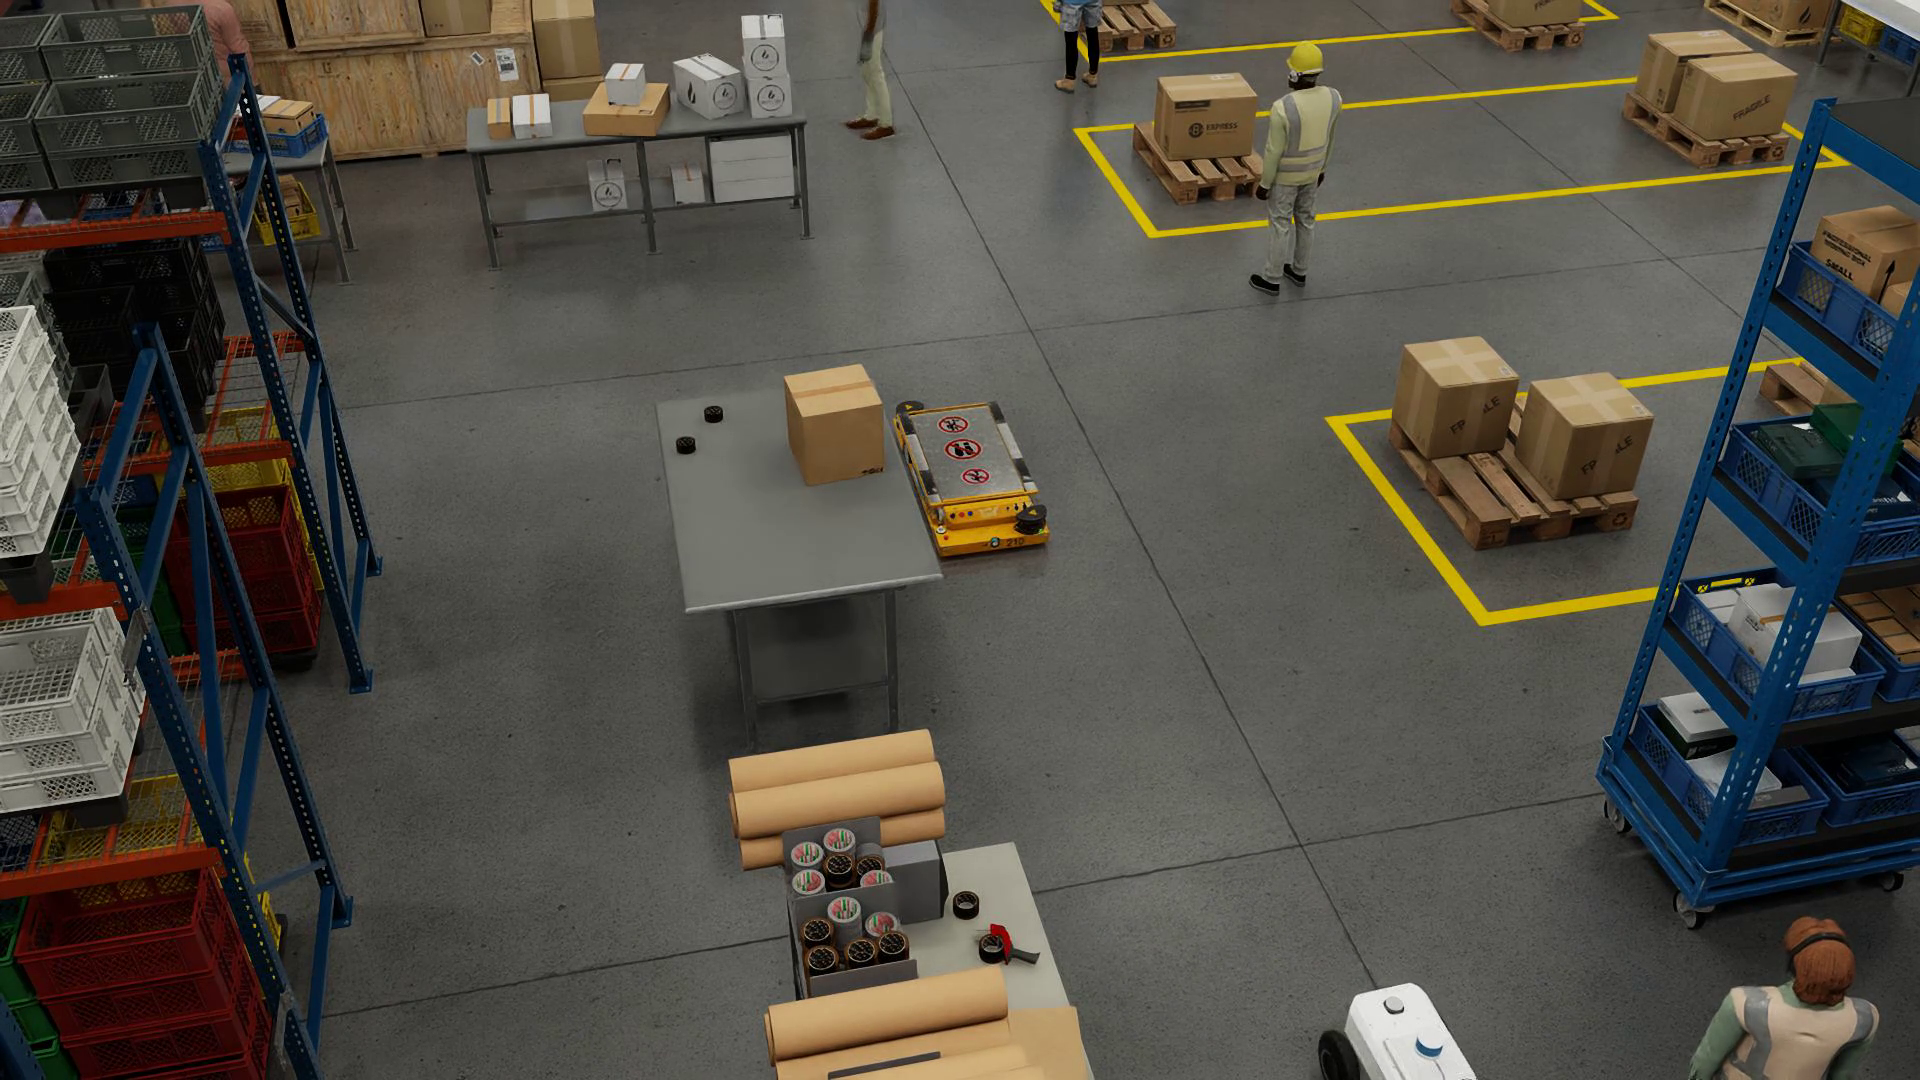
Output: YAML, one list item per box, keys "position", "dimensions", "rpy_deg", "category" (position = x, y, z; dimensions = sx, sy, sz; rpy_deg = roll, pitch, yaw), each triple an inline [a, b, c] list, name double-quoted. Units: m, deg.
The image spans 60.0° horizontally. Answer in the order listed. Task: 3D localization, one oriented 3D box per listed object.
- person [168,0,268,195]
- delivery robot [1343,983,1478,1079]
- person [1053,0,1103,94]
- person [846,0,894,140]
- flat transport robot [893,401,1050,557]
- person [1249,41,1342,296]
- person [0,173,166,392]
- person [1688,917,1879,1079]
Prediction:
- position: [-5.765, -3.652, 13.085]
  dimensions: [0.638, 1.903, 0.408]
  rpy_deg: [14, 39, 18]
  category: "person"
- position: [1.782, 2.074, 6.432]
  dimensions: [0.477, 0.478, 0.707]
  rpy_deg: [-9, 38, -12]
  category: "delivery robot"
- position: [1.074, -4.859, 14.872]
  dimensions: [0.530, 1.697, 0.321]
  rpy_deg: [-18, 40, -22]
  category: "person"
- position: [-0.780, -4.298, 13.988]
  dimensions: [0.387, 1.870, 0.516]
  rpy_deg: [-3, 37, -5]
  category: "person"
- position: [0.046, -0.430, 10.108]
  dimensions: [0.652, 0.197, 1.431]
  rpy_deg: [-8, 37, -10]
  category: "flat transport robot"
- position: [2.349, -2.612, 11.741]
  dimensions: [0.587, 1.834, 0.403]
  rpy_deg: [-19, 41, -24]
  category: "person"
- position: [-5.522, -1.616, 10.362]
  dimensions: [0.628, 1.888, 1.009]
  rpy_deg: [18, 40, 23]
  category: "person"
- position: [2.786, 1.943, 5.789]
  dimensions: [0.513, 1.629, 0.317]
  rpy_deg: [3, 37, 5]
  category: "person"
